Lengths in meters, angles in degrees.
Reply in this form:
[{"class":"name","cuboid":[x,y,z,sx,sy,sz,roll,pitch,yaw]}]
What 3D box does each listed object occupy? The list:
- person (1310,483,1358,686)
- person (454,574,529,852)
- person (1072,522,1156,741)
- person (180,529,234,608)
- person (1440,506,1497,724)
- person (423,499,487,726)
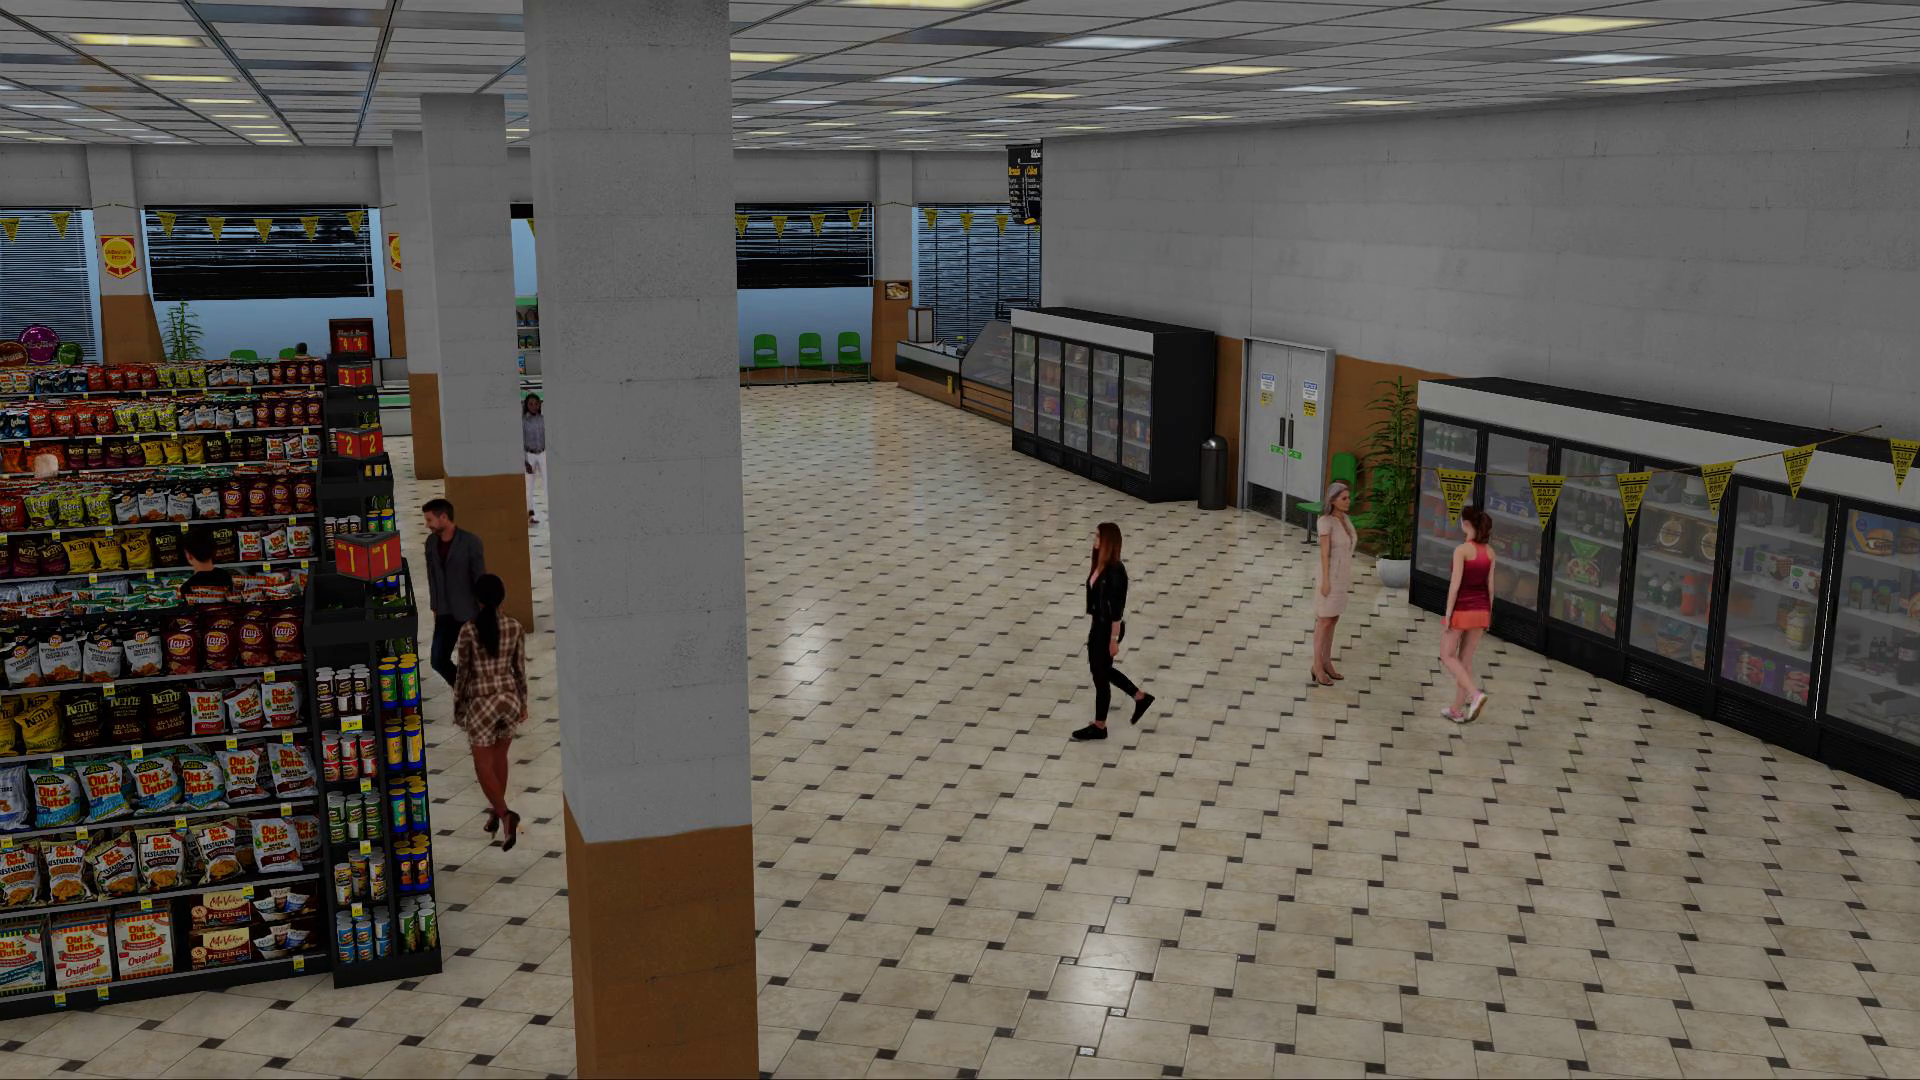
[{"class":"person","cuboid":[3.187,0.364,14.264,0.751,1.735,0.653,9,15,38]},{"class":"person","cuboid":[-2.931,1.133,10.548,0.970,1.761,0.821,-9,15,-36]},{"class":"person","cuboid":[1.213,0.698,12.759,0.954,1.701,0.740,-1,12,-6]},{"class":"person","cuboid":[-5.268,0.830,11.749,0.763,1.860,0.772,2,12,8]},{"class":"person","cuboid":[4.033,0.623,13.050,0.768,1.729,0.678,-5,13,-21]},{"class":"person","cuboid":[-3.871,0.566,13.035,0.843,1.847,0.956,2,12,10]}]
